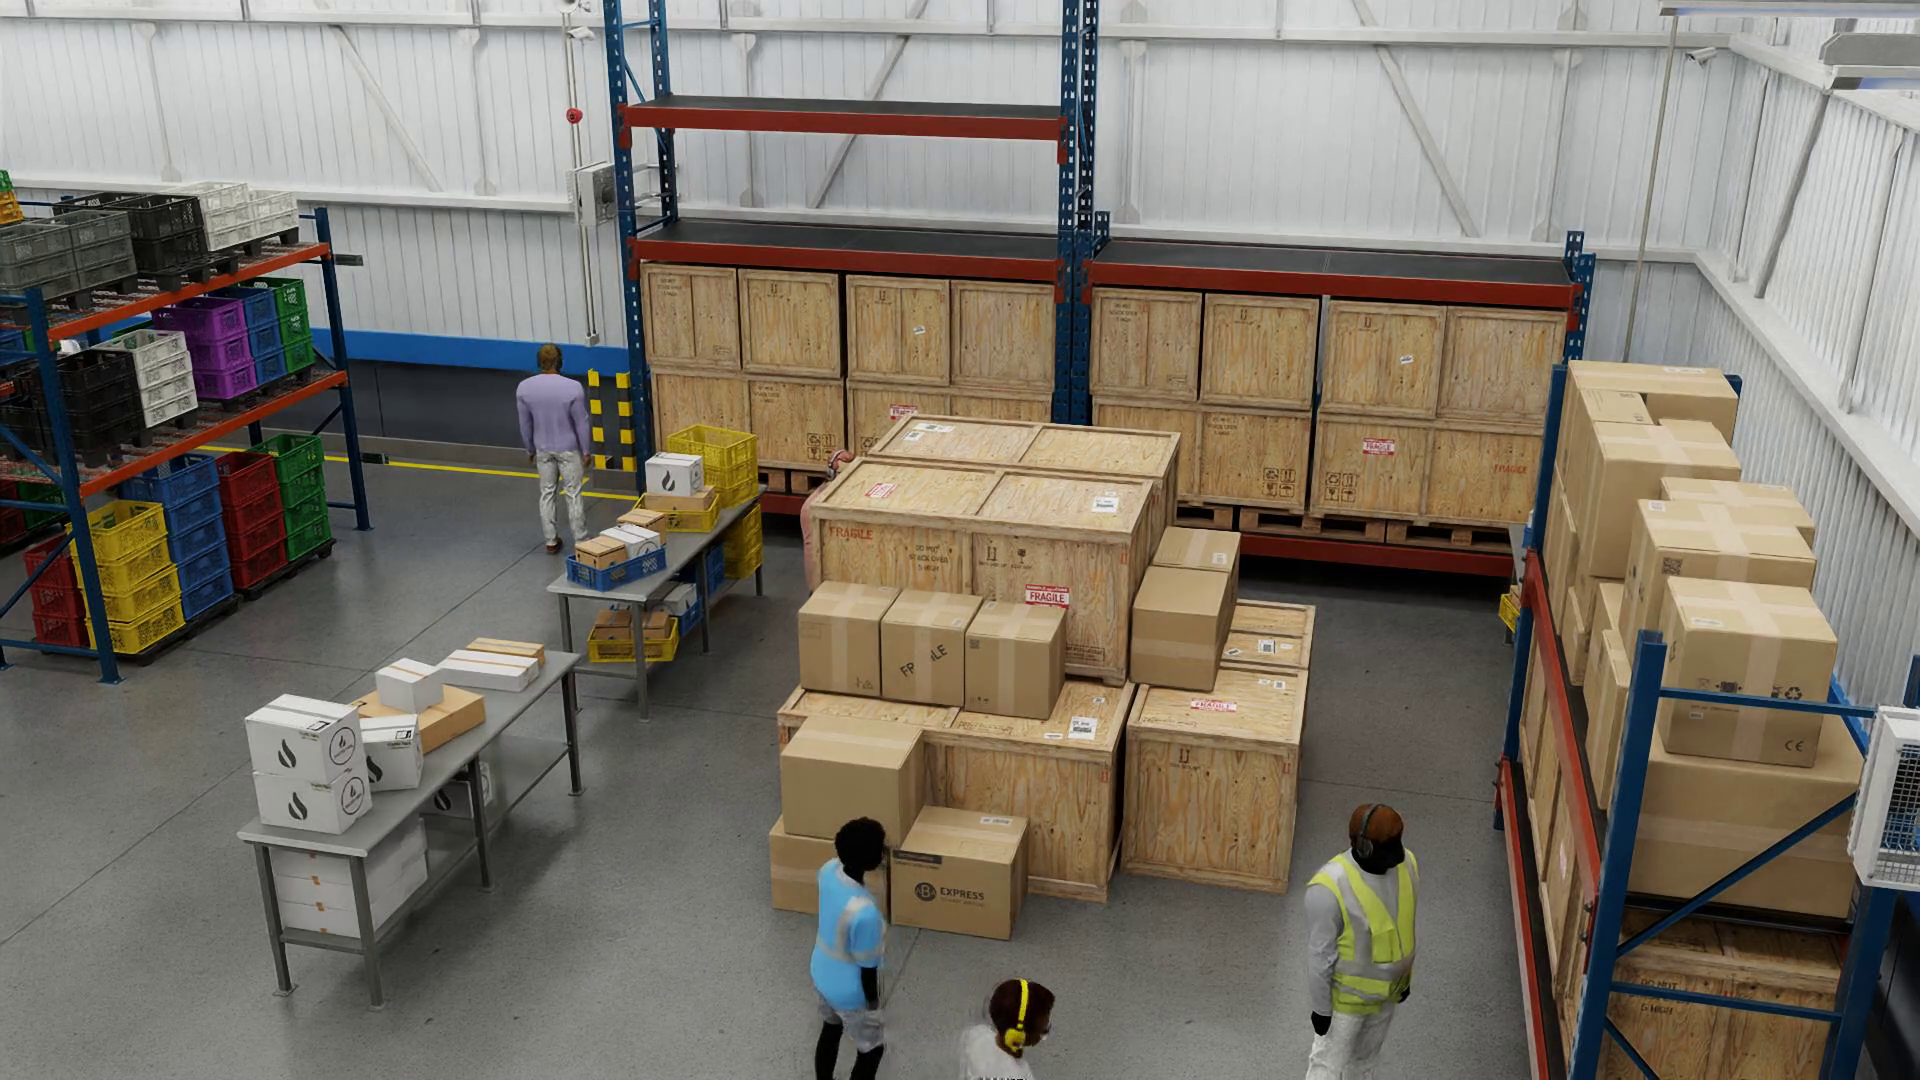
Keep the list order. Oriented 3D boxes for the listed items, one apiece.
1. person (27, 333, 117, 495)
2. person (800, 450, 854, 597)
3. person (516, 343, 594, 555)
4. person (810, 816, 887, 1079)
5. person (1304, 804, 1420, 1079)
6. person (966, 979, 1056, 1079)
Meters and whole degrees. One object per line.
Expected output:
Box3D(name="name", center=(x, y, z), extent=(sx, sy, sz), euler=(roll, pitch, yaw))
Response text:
Box3D(name="person", center=(-8.764, -1.314, 16.282), extent=(0.986, 1.820, 0.639), euler=(7, 22, 17))
Box3D(name="person", center=(-0.838, 0.248, 12.105), extent=(0.636, 1.900, 0.399), euler=(-19, 28, -40))
Box3D(name="person", center=(-3.577, -0.797, 14.784), extent=(0.627, 1.934, 0.371), euler=(3, 21, 7))
Box3D(name="person", center=(-0.521, 2.028, 7.721), extent=(0.335, 1.685, 0.616), euler=(-10, 23, -24))
Box3D(name="person", center=(1.821, 2.022, 7.530), extent=(0.626, 1.847, 0.429), euler=(-14, 25, -33))
Box3D(name="person", center=(0.214, 2.446, 6.431), extent=(0.618, 1.836, 0.584), euler=(-11, 23, -26))
